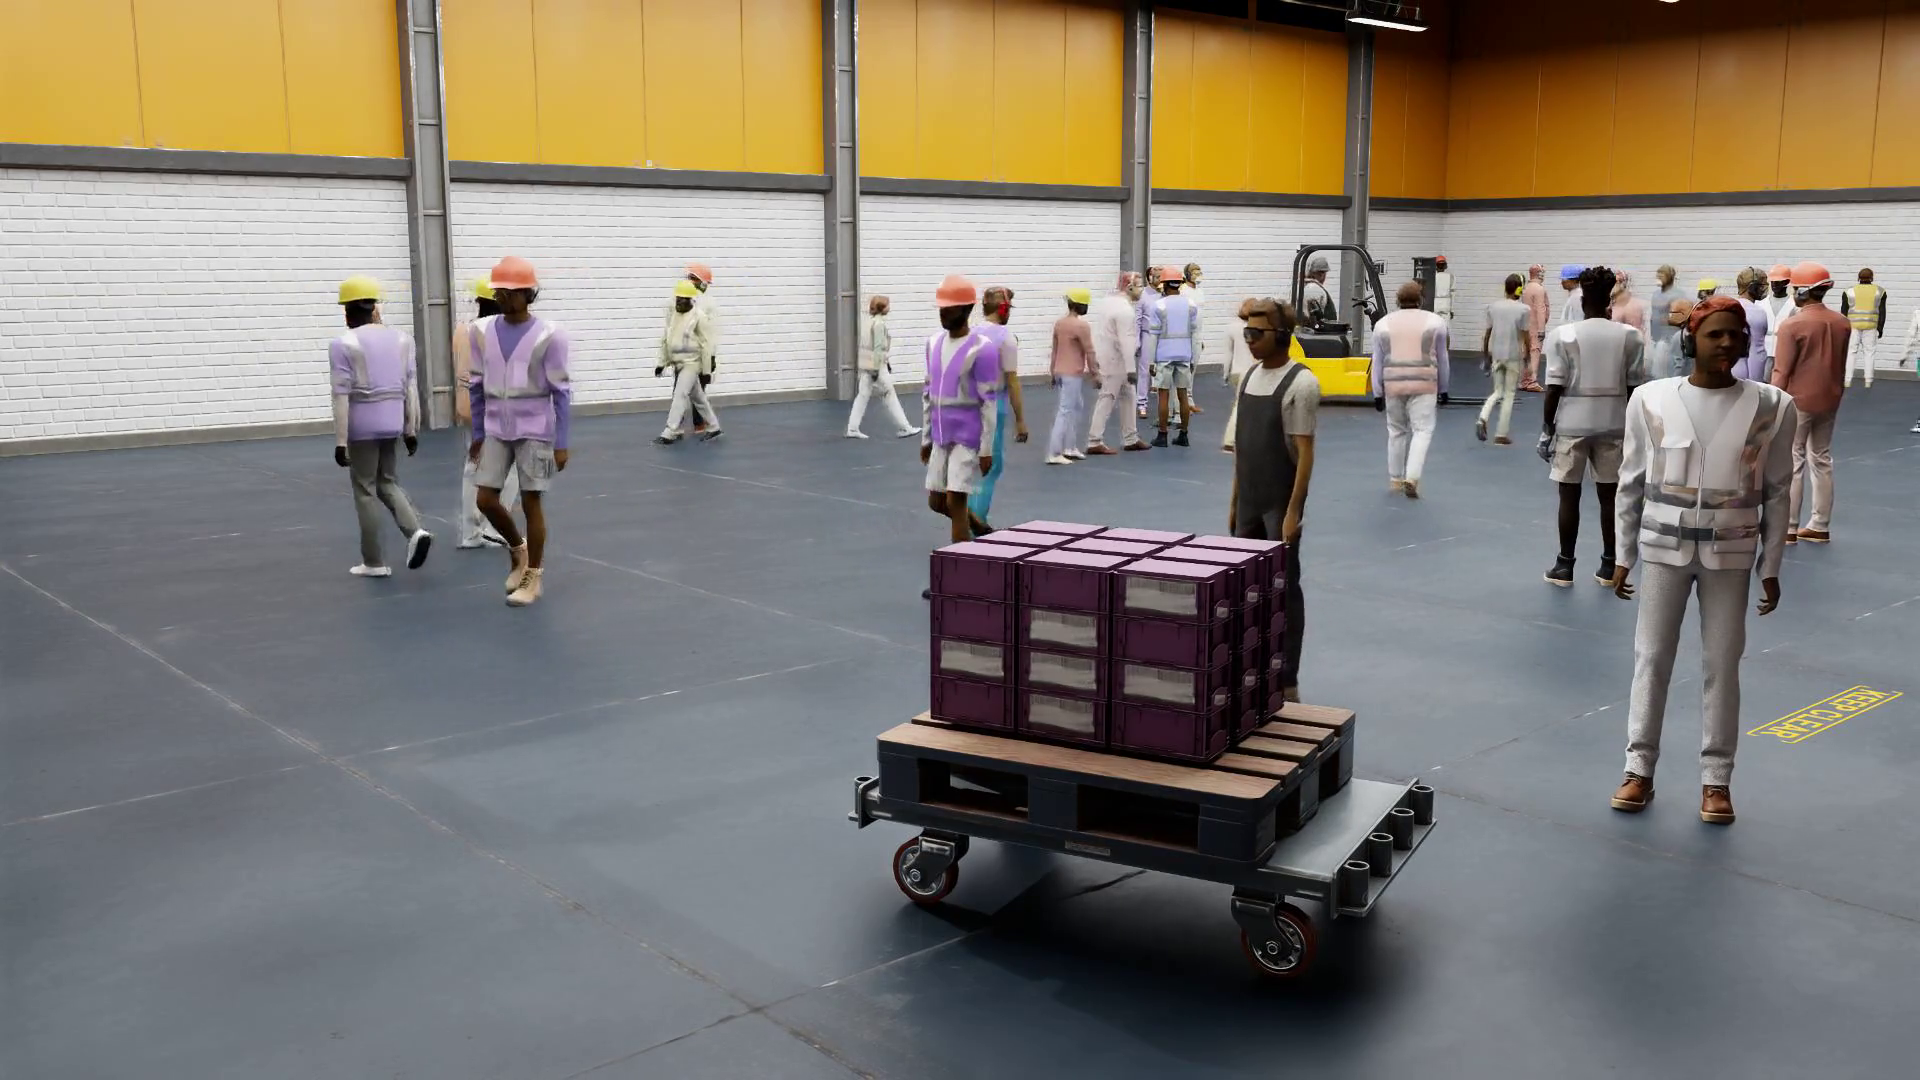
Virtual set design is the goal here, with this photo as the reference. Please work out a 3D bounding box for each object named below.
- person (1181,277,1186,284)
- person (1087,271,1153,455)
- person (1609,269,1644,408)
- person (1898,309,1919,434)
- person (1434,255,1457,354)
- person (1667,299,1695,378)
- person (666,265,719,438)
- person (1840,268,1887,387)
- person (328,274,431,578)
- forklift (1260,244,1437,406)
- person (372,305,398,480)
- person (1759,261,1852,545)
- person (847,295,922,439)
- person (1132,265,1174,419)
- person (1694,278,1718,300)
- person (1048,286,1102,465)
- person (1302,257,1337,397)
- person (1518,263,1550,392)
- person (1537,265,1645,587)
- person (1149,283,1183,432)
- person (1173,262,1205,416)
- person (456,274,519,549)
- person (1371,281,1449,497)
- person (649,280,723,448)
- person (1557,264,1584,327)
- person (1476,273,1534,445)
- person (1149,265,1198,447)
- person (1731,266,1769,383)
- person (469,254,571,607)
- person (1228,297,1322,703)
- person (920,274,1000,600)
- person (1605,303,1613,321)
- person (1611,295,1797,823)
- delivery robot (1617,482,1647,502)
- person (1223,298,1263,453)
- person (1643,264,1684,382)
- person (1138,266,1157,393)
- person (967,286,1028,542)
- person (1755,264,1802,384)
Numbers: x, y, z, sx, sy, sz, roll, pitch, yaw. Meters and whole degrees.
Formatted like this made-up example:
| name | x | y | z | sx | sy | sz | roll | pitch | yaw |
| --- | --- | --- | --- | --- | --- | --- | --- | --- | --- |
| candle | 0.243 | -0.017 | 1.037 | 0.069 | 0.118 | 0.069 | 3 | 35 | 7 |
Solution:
| name | x | y | z | sx | sy | sz | roll | pitch | yaw |
| --- | --- | --- | --- | --- | --- | --- | --- | --- | --- |
| person | 3.539 | -3.390 | 26.812 | 0.532 | 1.690 | 0.319 | 4 | 10 | 22 |
| person | 1.685 | -1.785 | 16.891 | 0.846 | 1.864 | 0.670 | 0 | 10 | -2 |
| person | 6.676 | -1.826 | 17.075 | 0.451 | 1.886 | 0.668 | -3 | 10 | -14 |
| person | 11.026 | -2.078 | 19.013 | 0.736 | 1.738 | 0.529 | -4 | 10 | -20 |
| person | 9.145 | -4.406 | 31.761 | 0.605 | 2.033 | 0.392 | -1 | 10 | -6 |
| person | 6.539 | -1.365 | 15.121 | 0.283 | 1.633 | 0.501 | 7 | 12 | 34 |
| person | -3.023 | -2.111 | 18.674 | 0.682 | 1.924 | 1.008 | 2 | 10 | 10 |
| person | 13.939 | -3.277 | 25.714 | 0.630 | 1.840 | 0.429 | 4 | 11 | 23 |
| person | -3.645 | -0.697 | 10.396 | 0.526 | 1.908 | 0.611 | 6 | 11 | 31 |
| forklift | 5.256 | -2.933 | 22.661 | 2.313 | 2.155 | 1.214 | 3 | 10 | 16 |
| person | -5.192 | -1.291 | 14.708 | 0.523 | 1.613 | 0.557 | -2 | 10 | -11 |
| person | 5.921 | -0.948 | 11.663 | 0.617 | 1.990 | 0.400 | -3 | 10 | -18 |
| person | -0.877 | -1.908 | 18.422 | 0.847 | 1.592 | 0.514 | -4 | 10 | -20 |
| person | 2.466 | -2.466 | 20.769 | 0.651 | 1.906 | 0.403 | -3 | 10 | -16 |
| person | 10.315 | -2.713 | 22.761 | 0.880 | 1.728 | 0.531 | 3 | 10 | 17 |
| person | 1.127 | -1.592 | 16.168 | 0.685 | 1.730 | 0.533 | -5 | 11 | -28 |
| person | 5.040 | -3.066 | 23.891 | 0.735 | 2.000 | 0.685 | 1 | 10 | 7 |
| person | 8.577 | -3.159 | 24.810 | 0.409 | 1.913 | 0.646 | -1 | 10 | -6 |
| person | 3.852 | -0.688 | 10.185 | 0.612 | 1.963 | 0.363 | 0 | 10 | 0 |
| person | 2.436 | -2.171 | 19.260 | 0.404 | 1.829 | 0.600 | -5 | 11 | -26 |
| person | 2.922 | -2.557 | 21.210 | 0.370 | 1.940 | 0.627 | 7 | 12 | 37 |
| person | -3.231 | -0.874 | 11.481 | 0.567 | 1.901 | 0.611 | -7 | 12 | -36 |
| person | 3.796 | -1.275 | 14.063 | 0.634 | 1.818 | 0.776 | 5 | 11 | 27 |
| person | -2.910 | -1.886 | 17.777 | 0.981 | 1.777 | 0.591 | -8 | 13 | -40 |
| person | 7.325 | -2.324 | 19.866 | 0.491 | 1.934 | 0.622 | 3 | 10 | 15 |
| person | 5.815 | -1.916 | 17.736 | 0.465 | 1.845 | 0.520 | -9 | 13 | -44 |
| person | 2.246 | -1.946 | 17.683 | 0.541 | 1.930 | 0.384 | -2 | 10 | -14 |
| person | 6.406 | -1.270 | 13.674 | 0.355 | 1.938 | 0.634 | -1 | 10 | -4 |
| person | -2.552 | -0.619 | 9.590 | 0.649 | 2.029 | 0.429 | 2 | 10 | 11 |
| person | 1.385 | -0.165 | 7.486 | 0.357 | 1.846 | 0.512 | -6 | 11 | -31 |
| person | 0.038 | -0.617 | 9.905 | 0.674 | 1.920 | 0.565 | -9 | 13 | -42 |
| person | 5.905 | -1.427 | 15.466 | 0.313 | 1.640 | 0.513 | -7 | 12 | -37 |
| person | 2.649 | 0.071 | 5.984 | 0.579 | 1.884 | 0.352 | 5 | 11 | 27 |
| delivery robot | 5.446 | -0.554 | 13.252 | 0.477 | 0.478 | 0.707 | 6 | 11 | 30 |
| person | 3.018 | -1.698 | 17.183 | 0.859 | 1.582 | 0.527 | -7 | 12 | -36 |
| person | 8.723 | -2.439 | 20.558 | 0.502 | 1.926 | 0.650 | -1 | 10 | -3 |
| person | 2.842 | -3.113 | 24.687 | 0.535 | 1.861 | 0.314 | 9 | 13 | 42 |
| person | 0.197 | -0.851 | 11.586 | 0.473 | 1.821 | 0.564 | -6 | 11 | -30 |
| person | 8.946 | -2.053 | 18.261 | 0.552 | 1.935 | 0.374 | 8 | 13 | 39 |
